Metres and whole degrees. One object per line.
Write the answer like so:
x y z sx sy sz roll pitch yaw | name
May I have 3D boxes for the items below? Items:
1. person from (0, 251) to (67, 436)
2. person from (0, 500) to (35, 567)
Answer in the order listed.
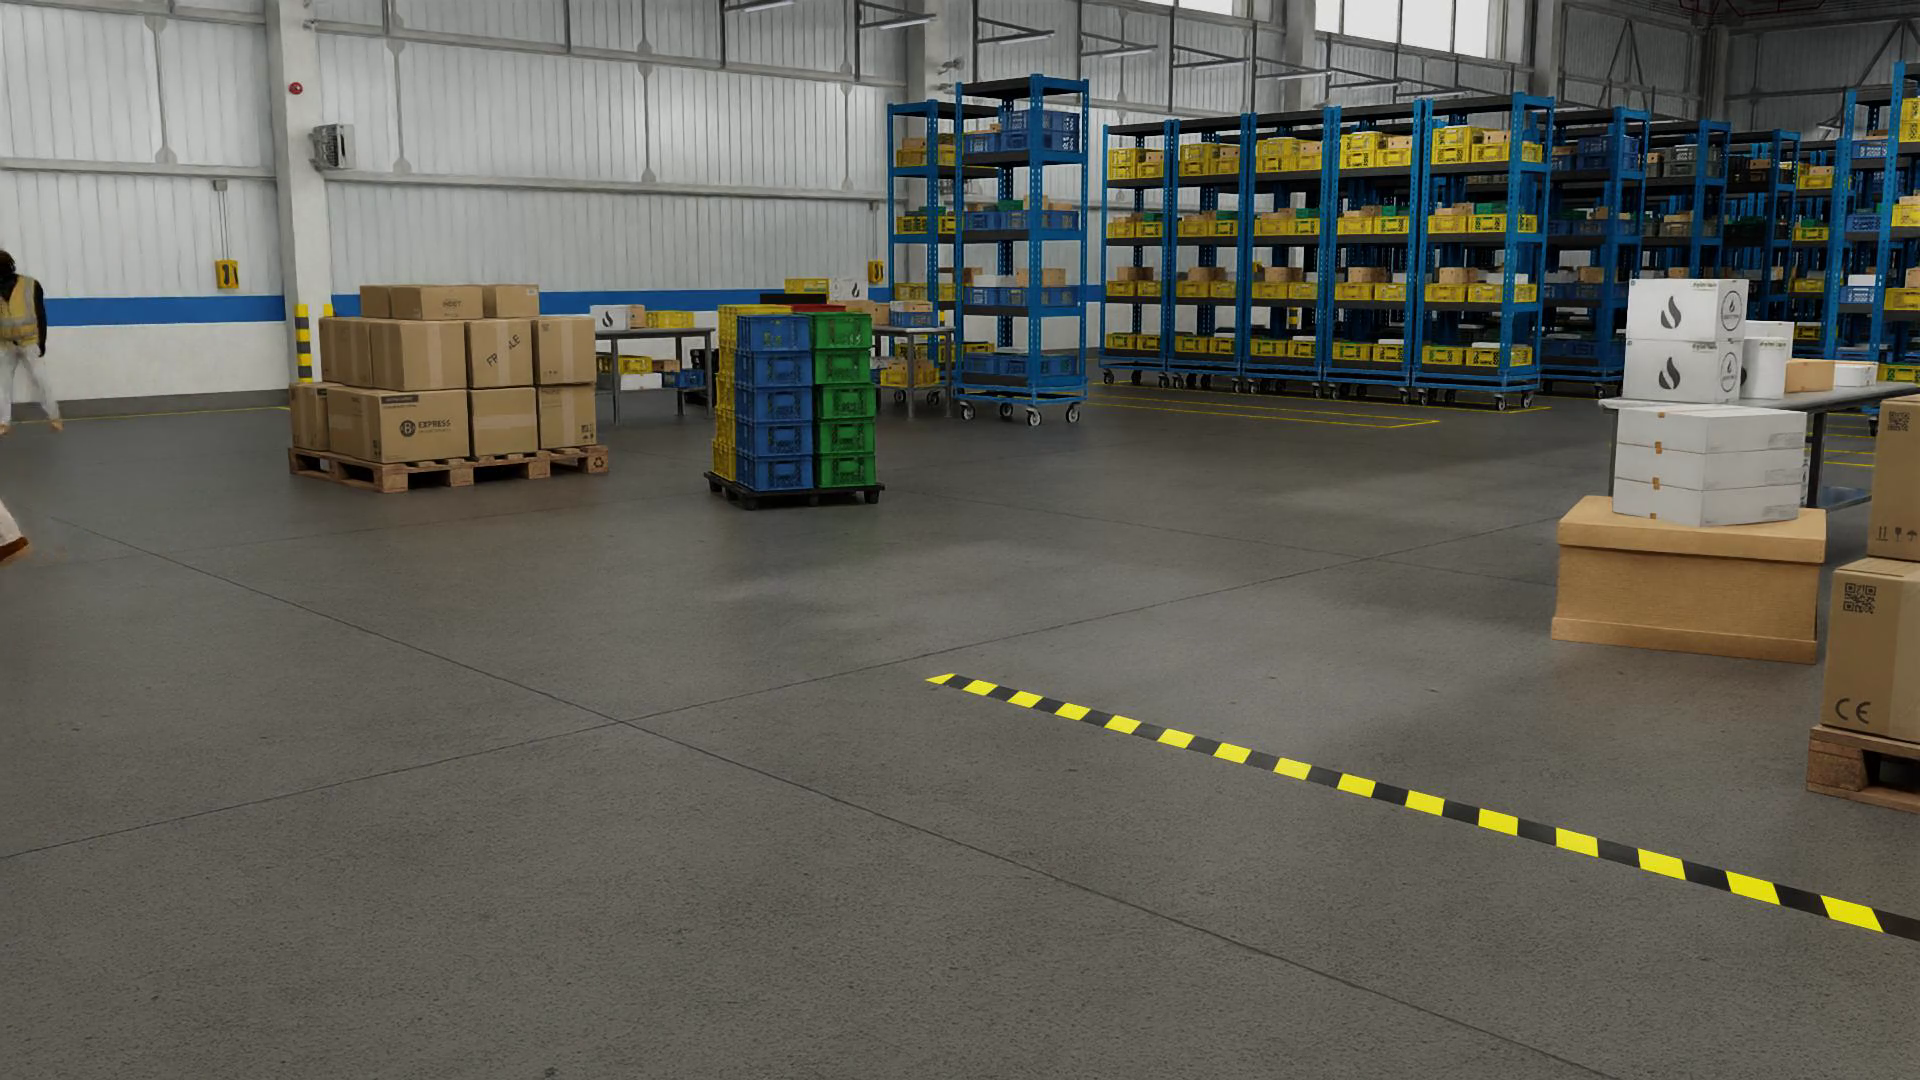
-9.372 -1.950 16.540 0.785 1.822 0.531 -4 10 -24 | person
-5.618 -0.804 9.249 0.656 2.005 0.625 -2 10 -12 | person
